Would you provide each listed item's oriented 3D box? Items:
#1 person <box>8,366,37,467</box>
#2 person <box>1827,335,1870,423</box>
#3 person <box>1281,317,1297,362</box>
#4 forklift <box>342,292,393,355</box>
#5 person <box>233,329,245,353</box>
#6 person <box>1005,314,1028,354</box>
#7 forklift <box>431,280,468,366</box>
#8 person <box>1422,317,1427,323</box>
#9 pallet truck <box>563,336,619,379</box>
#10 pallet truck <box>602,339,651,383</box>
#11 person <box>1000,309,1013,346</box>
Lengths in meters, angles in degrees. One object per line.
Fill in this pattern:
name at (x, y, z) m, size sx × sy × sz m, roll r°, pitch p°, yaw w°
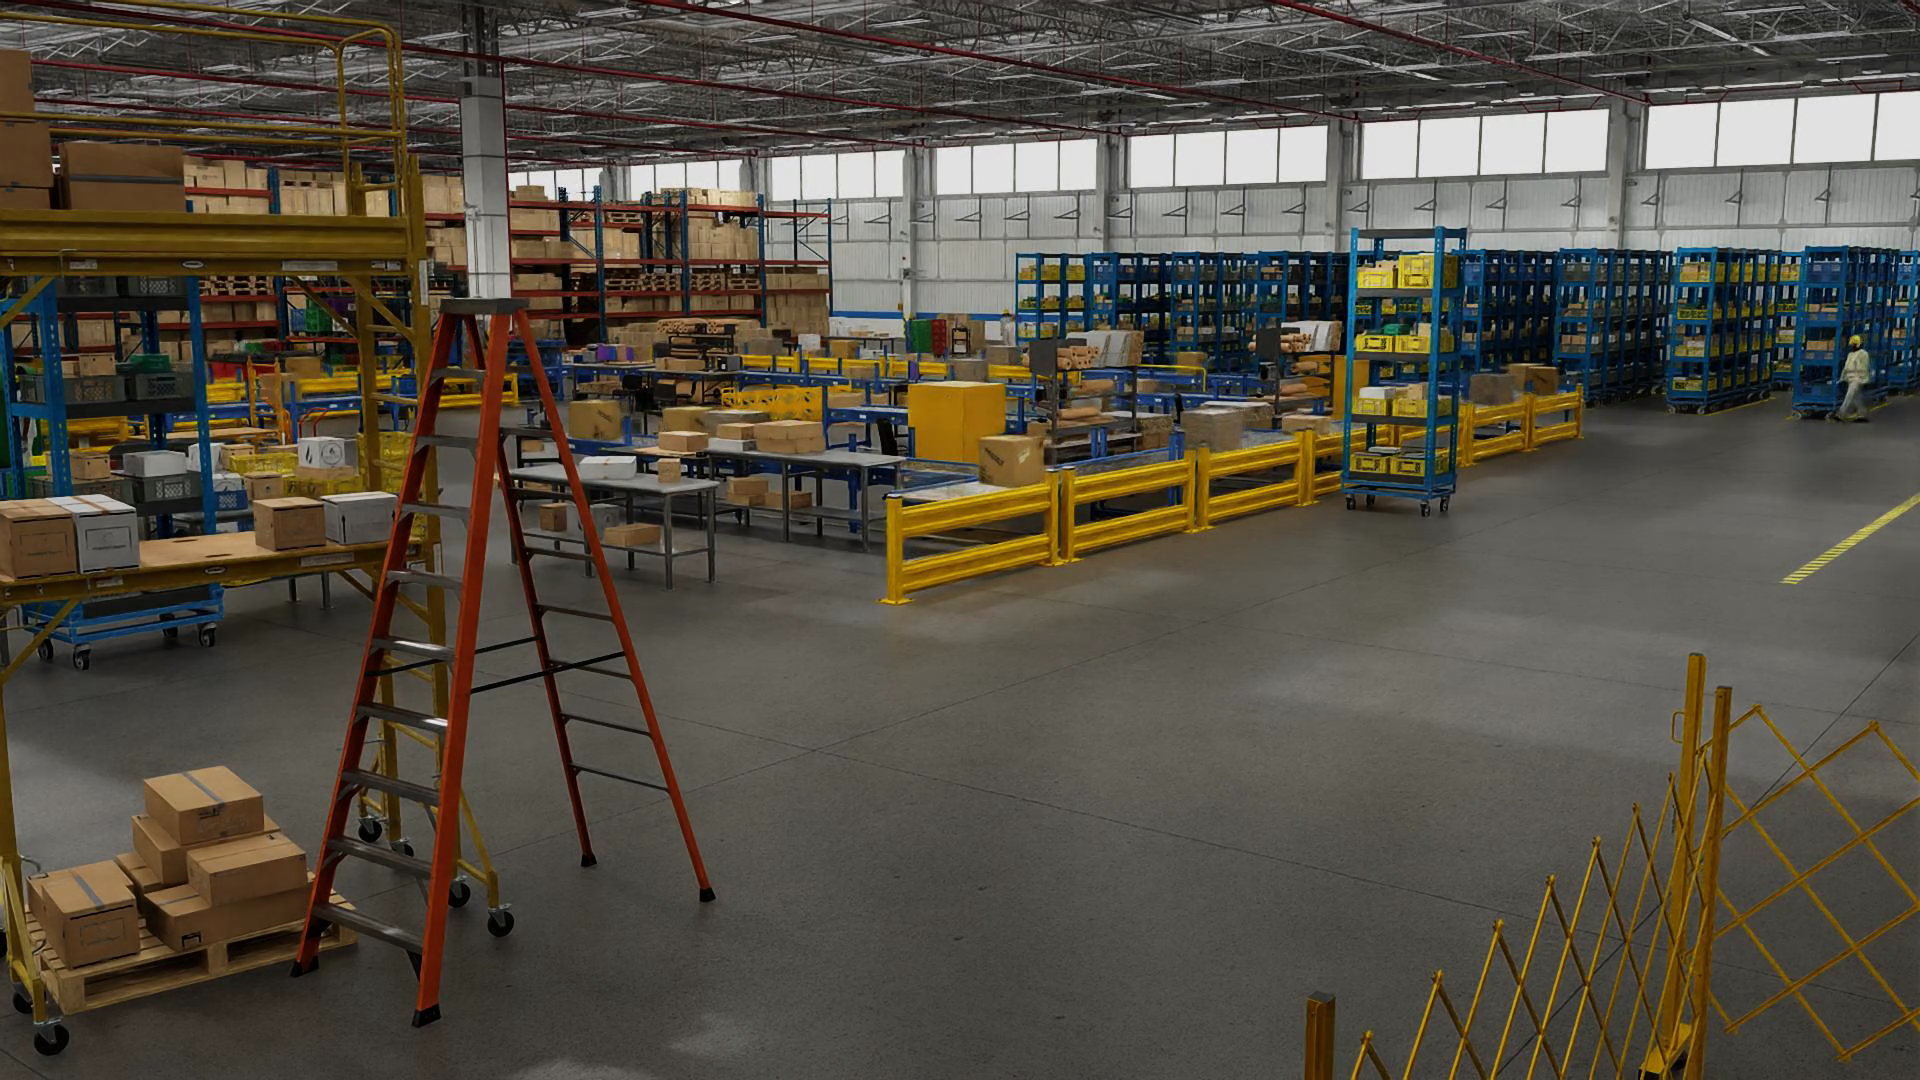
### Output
person at (-12.005, -1.303, 21.313) m, size 0.310 × 1.868 × 0.532 m, roll -5°, pitch 10°, yaw -26°
person at (18.007, -3.236, 33.634) m, size 0.927 × 1.780 × 0.624 m, roll 0°, pitch 9°, yaw -1°
person at (8.909, -5.197, 45.369) m, size 0.628 × 1.954 × 1.003 m, roll 6°, pitch 11°, yaw 33°
forklift at (-16.485, -5.622, 45.120) m, size 1.129 × 2.768 × 1.873 m, roll 7°, pitch 11°, yaw 37°
person at (-17.732, -4.387, 41.195) m, size 0.785 × 1.673 × 0.537 m, roll -9°, pitch 13°, yaw -43°
person at (1.652, -5.755, 49.150) m, size 0.637 × 1.867 × 0.988 m, roll 3°, pitch 10°, yaw 19°
forklift at (-15.339, -6.603, 51.243) m, size 1.129 × 2.768 × 1.873 m, roll 7°, pitch 11°, yaw 36°
person at (13.035, -5.349, 46.756) m, size 0.967 × 1.796 × 0.595 m, roll 8°, pitch 12°, yaw 41°
pallet truck at (-10.690, -5.294, 48.215) m, size 1.601 × 1.201 × 0.680 m, roll -5°, pitch 10°, yaw -26°
pallet truck at (-8.991, -4.871, 45.351) m, size 0.653 × 1.274 × 1.630 m, roll 7°, pitch 11°, yaw 37°
person at (1.723, -7.709, 61.718) m, size 0.480 × 1.734 × 0.333 m, roll 2°, pitch 9°, yaw 11°
